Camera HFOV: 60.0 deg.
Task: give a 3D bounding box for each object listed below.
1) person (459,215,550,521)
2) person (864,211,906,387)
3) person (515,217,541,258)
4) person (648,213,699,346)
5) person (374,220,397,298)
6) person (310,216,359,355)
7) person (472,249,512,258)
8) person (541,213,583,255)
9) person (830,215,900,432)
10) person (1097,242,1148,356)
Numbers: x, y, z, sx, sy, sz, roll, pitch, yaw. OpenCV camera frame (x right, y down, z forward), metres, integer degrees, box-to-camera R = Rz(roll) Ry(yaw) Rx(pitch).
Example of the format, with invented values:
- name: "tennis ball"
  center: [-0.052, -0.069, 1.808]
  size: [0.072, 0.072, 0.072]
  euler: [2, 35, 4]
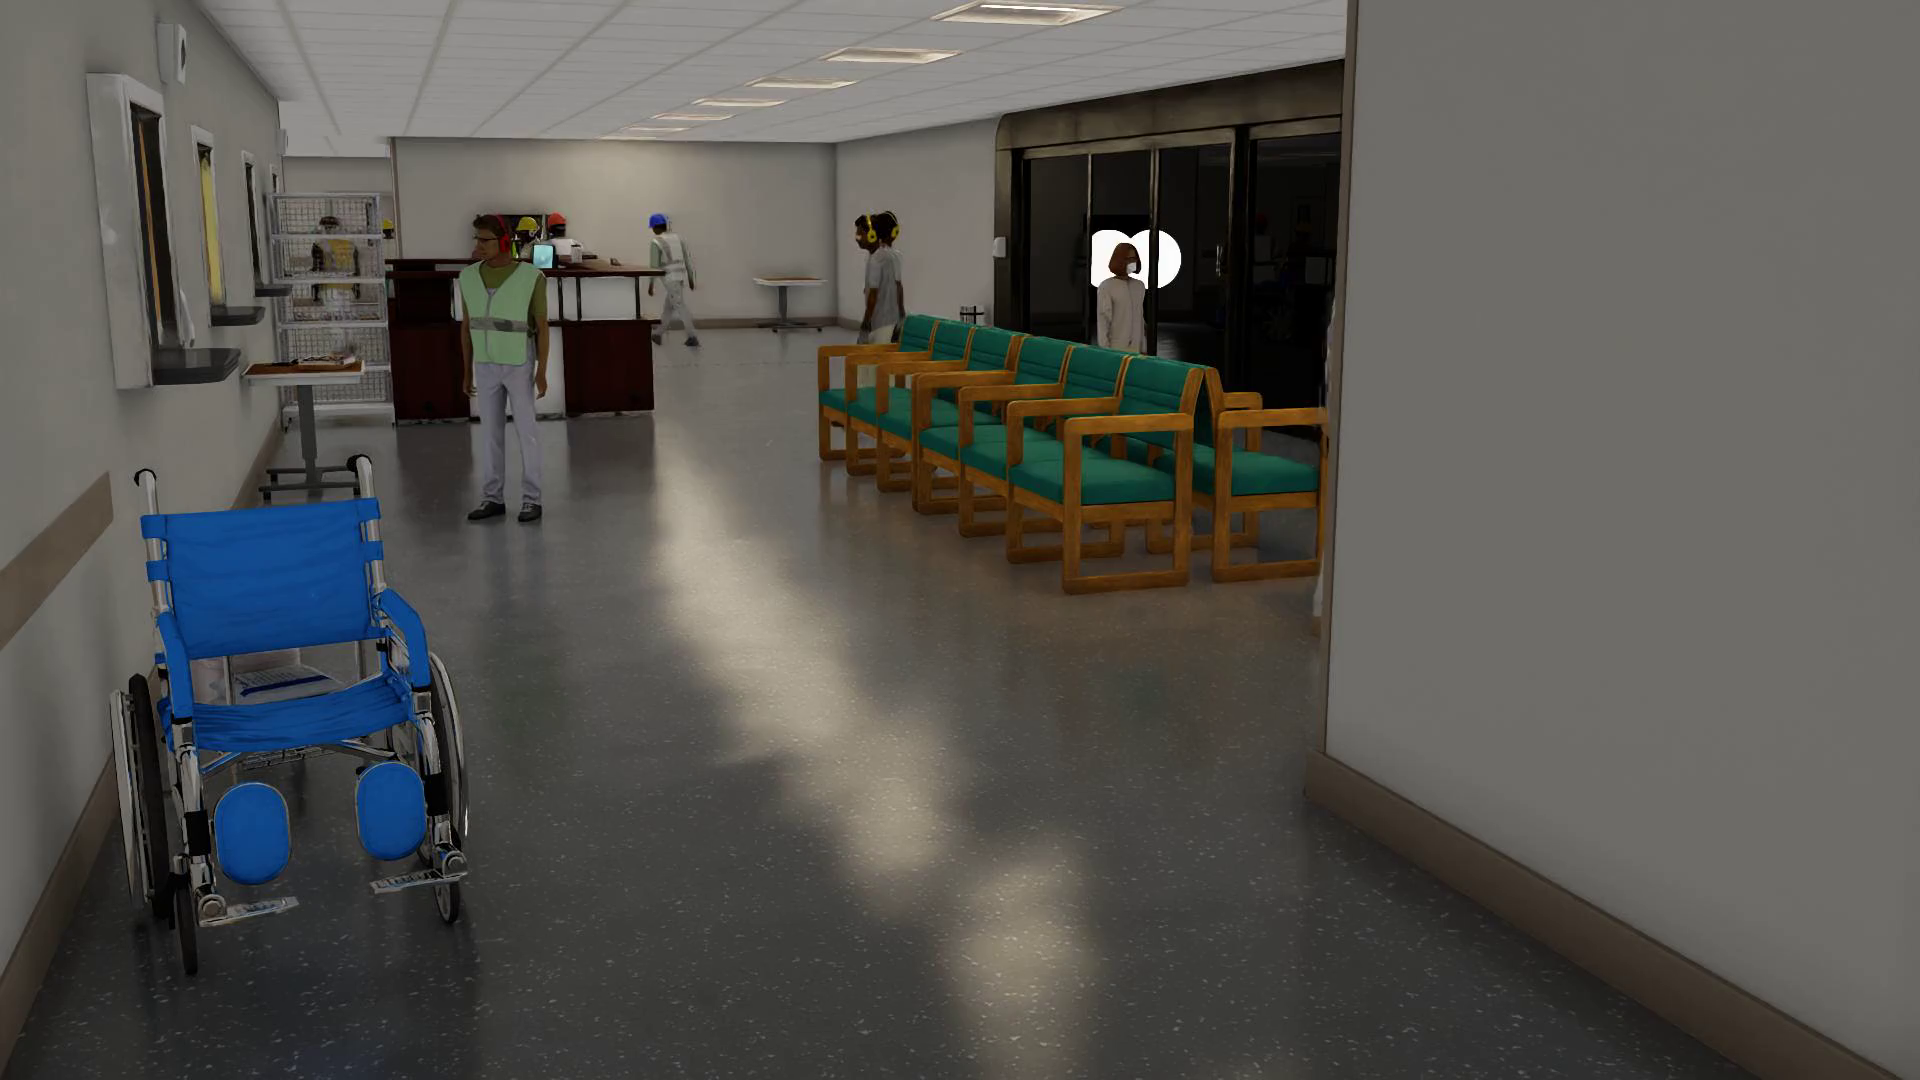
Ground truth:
- name: "person"
  center: [-2.738, -1.031, 10.057]
  size: [0.565, 1.838, 0.387]
  euler: [3, 11, 14]
- name: "person"
  center: [-0.648, -1.999, 14.929]
  size: [0.325, 1.877, 0.521]
  euler: [-10, 15, -41]
- name: "person"
  center: [-5.669, -3.354, 22.030]
  size: [0.403, 1.827, 0.591]
  euler: [-5, 12, -23]
- name: "person"
  center: [-4.131, -3.687, 23.620]
  size: [1.058, 1.857, 0.616]
  euler: [6, 12, 28]
- name: "person"
  center: [-10.073, -4.767, 29.412]
  size: [0.534, 1.767, 0.319]
  euler: [-3, 11, -15]
- name: "person"
  center: [-8.093, -3.259, 21.509]
  size: [0.449, 1.829, 0.656]
  euler: [7, 13, 32]
- name: "person"
  center: [-5.934, -3.146, 21.125]
  size: [0.518, 1.757, 0.338]
  euler: [0, 11, 1]
- name: "person"
  center: [-5.032, -3.192, 21.094]
  size: [0.562, 1.880, 1.027]
  euler: [-7, 13, -33]
- name: "person"
  center: [-0.791, -1.776, 13.903]
  size: [0.845, 1.827, 0.540]
  euler: [1, 11, 7]
- name: "person"
  center: [1.254, -1.467, 12.823]
  size: [0.509, 1.632, 0.269]
  euler: [-10, 15, -41]
